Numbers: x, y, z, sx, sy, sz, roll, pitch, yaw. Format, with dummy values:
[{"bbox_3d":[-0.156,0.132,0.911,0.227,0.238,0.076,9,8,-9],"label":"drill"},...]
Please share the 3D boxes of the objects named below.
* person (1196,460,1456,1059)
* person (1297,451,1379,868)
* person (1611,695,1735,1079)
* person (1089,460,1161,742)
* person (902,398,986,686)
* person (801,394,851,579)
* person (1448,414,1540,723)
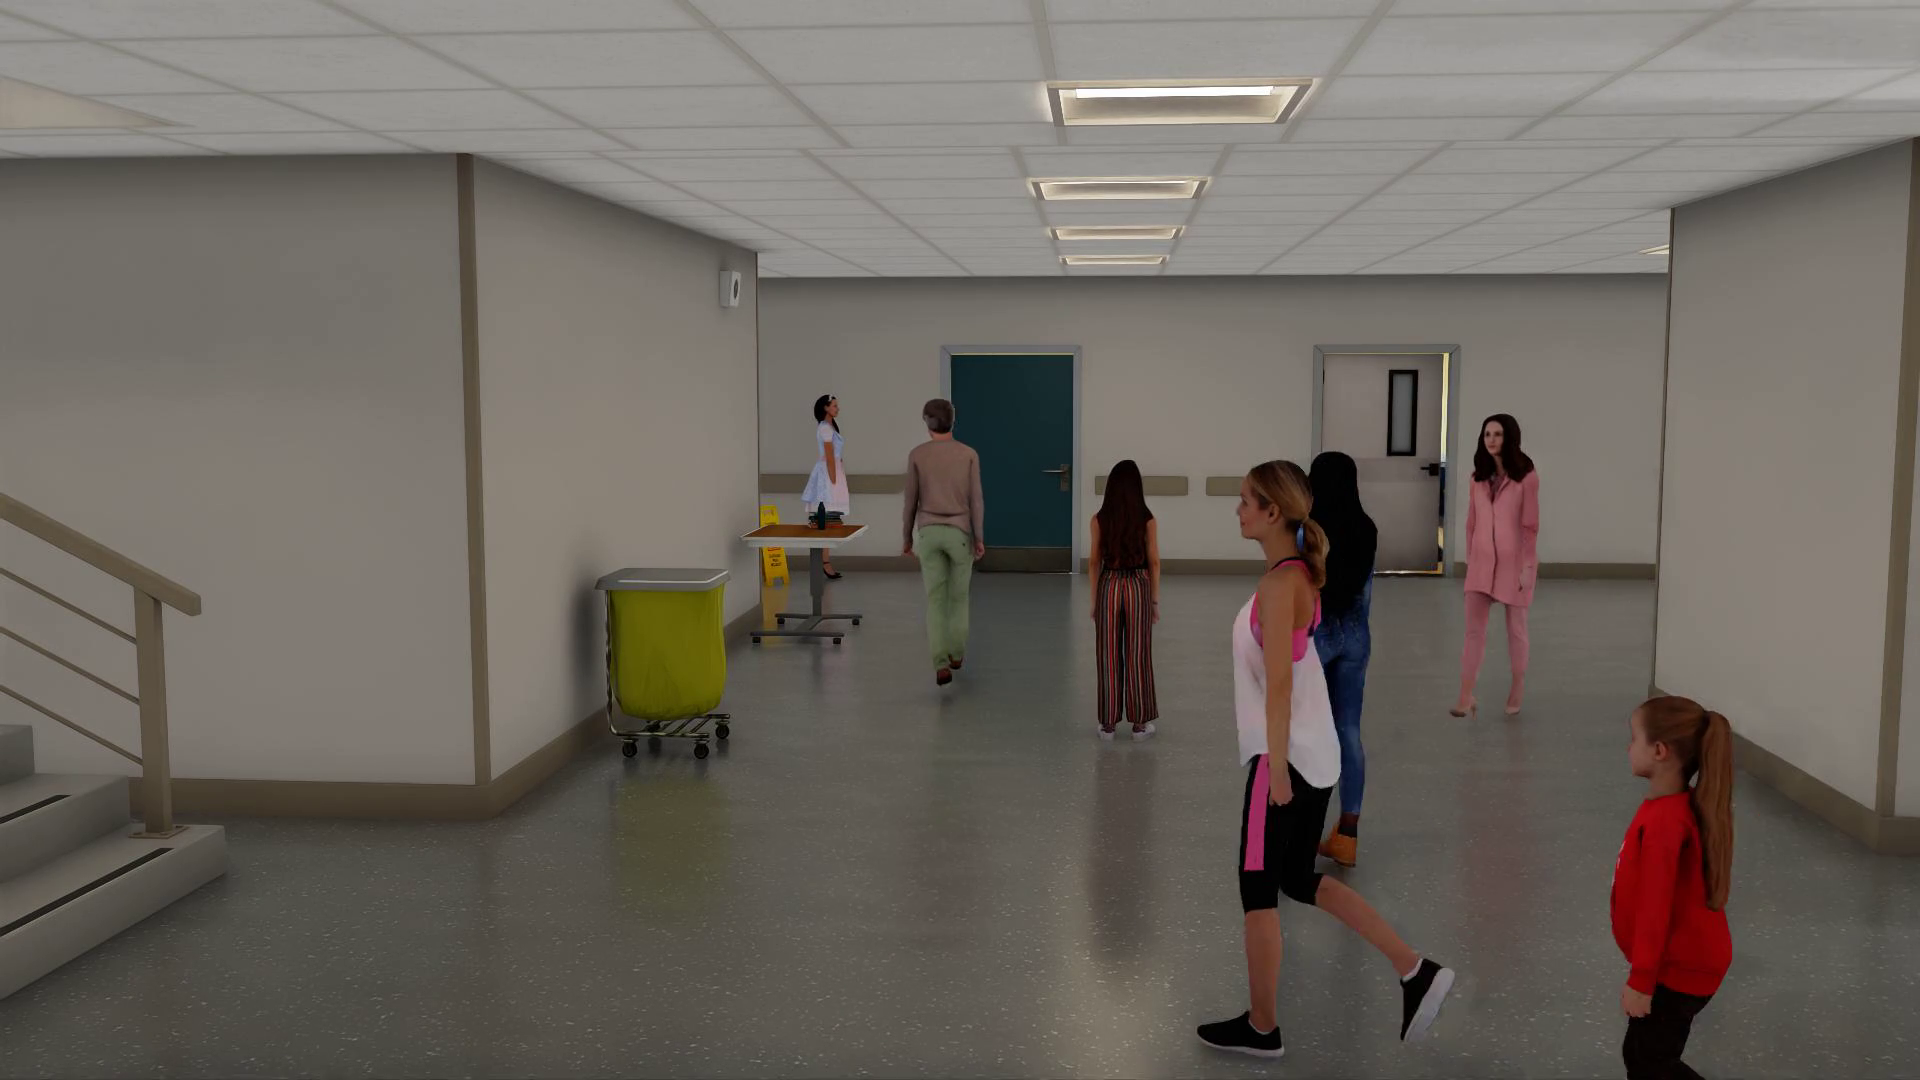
[{"bbox_3d":[1.045,0.665,4.811,1.065,1.769,0.852,3,6,26],"label":"person"},{"bbox_3d":[1.563,0.502,6.828,0.969,1.688,0.916,-2,6,-19],"label":"person"},{"bbox_3d":[1.721,1.008,3.888,0.759,1.270,0.631,3,6,25],"label":"person"},{"bbox_3d":[0.913,0.324,9.235,0.467,1.562,0.615,1,6,9],"label":"person"},{"bbox_3d":[-0.102,0.056,10.624,1.260,1.816,0.856,0,6,-1],"label":"person"},{"bbox_3d":[-1.310,-0.536,16.503,0.779,1.818,0.751,-1,6,-6],"label":"person"},{"bbox_3d":[3.182,0.187,9.622,1.126,1.757,1.086,5,7,39],"label":"person"}]
